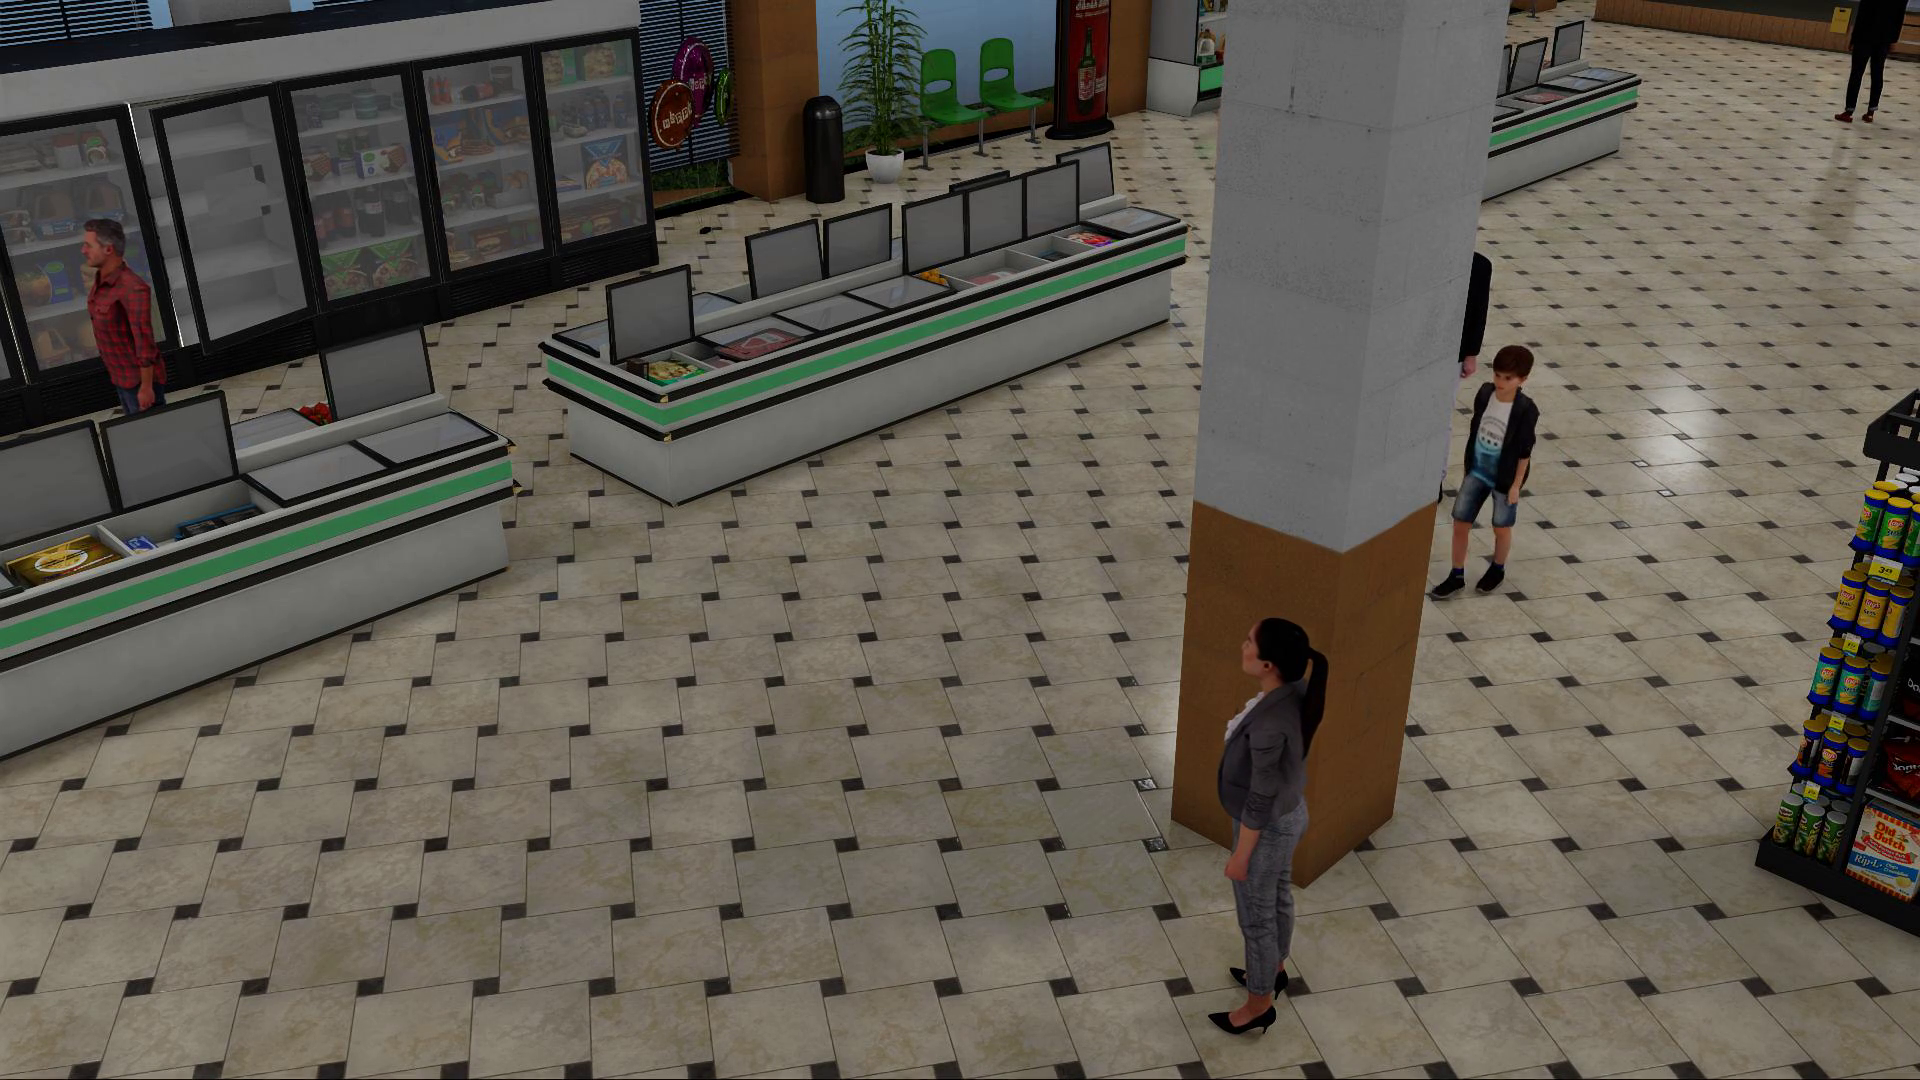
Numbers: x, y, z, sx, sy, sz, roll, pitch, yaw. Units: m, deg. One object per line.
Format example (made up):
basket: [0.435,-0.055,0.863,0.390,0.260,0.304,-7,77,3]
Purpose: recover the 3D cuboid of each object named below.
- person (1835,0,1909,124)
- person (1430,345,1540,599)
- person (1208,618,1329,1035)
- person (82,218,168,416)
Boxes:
person: [10.396,-5.685,18.929,0.782,1.817,0.830,1,27,2]
person: [2.894,-0.372,8.885,0.726,1.427,0.546,-24,35,-38]
person: [1.082,1.022,5.860,0.753,1.677,0.619,13,30,24]
person: [-4.751,-0.967,9.611,0.564,1.831,0.699,-21,34,-35]
